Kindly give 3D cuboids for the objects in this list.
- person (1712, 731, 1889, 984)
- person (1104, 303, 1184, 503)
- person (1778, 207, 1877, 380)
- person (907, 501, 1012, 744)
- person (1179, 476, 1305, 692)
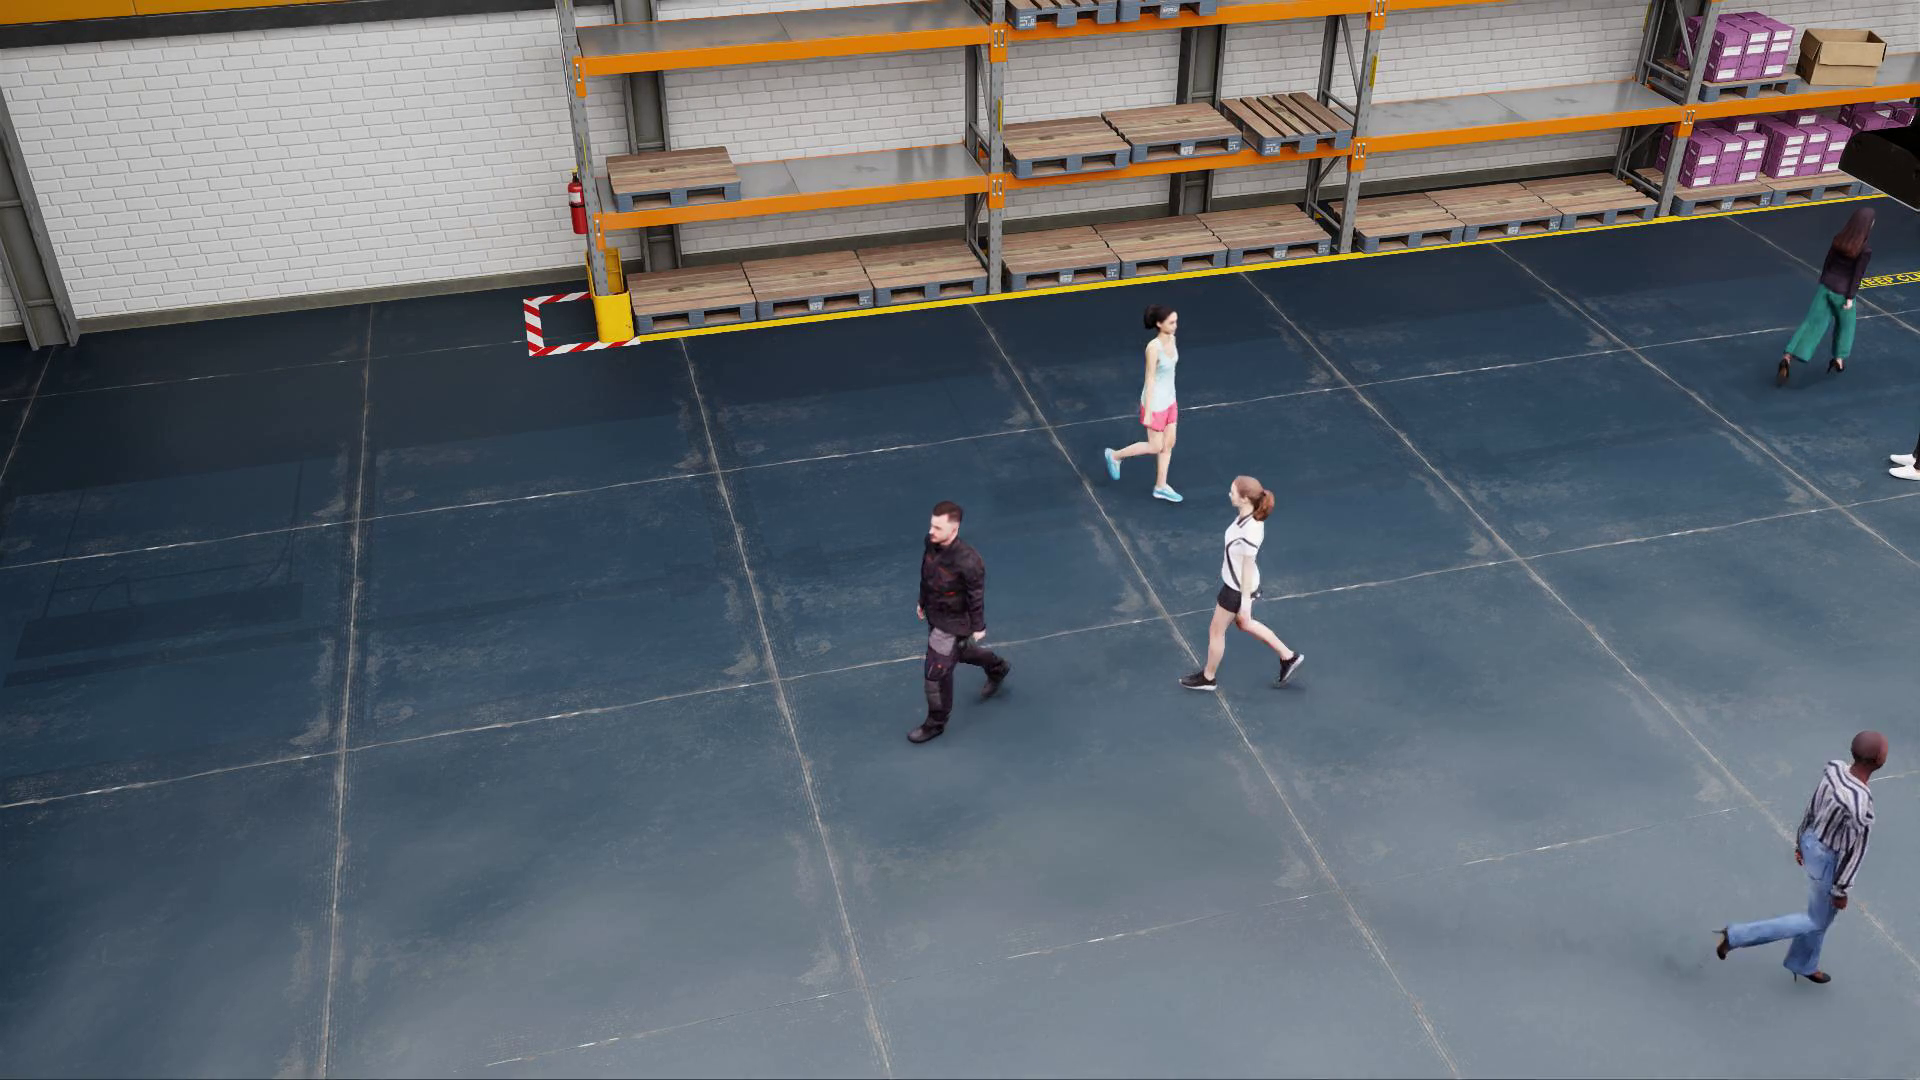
[{"bbox_3d":[4.693,1.807,9.218,1.061,1.759,0.870,5,34,8],"label":"person"},{"bbox_3d":[1.560,-1.128,13.639,0.999,1.752,0.951,18,38,25],"label":"person"},{"bbox_3d":[8.000,-2.209,15.316,1.159,1.696,0.773,-17,37,-23],"label":"person"},{"bbox_3d":[0.004,0.479,11.155,1.238,1.827,0.919,-18,38,-25],"label":"person"},{"bbox_3d":[2.023,0.338,11.461,1.161,1.723,0.848,2,34,4],"label":"person"}]
